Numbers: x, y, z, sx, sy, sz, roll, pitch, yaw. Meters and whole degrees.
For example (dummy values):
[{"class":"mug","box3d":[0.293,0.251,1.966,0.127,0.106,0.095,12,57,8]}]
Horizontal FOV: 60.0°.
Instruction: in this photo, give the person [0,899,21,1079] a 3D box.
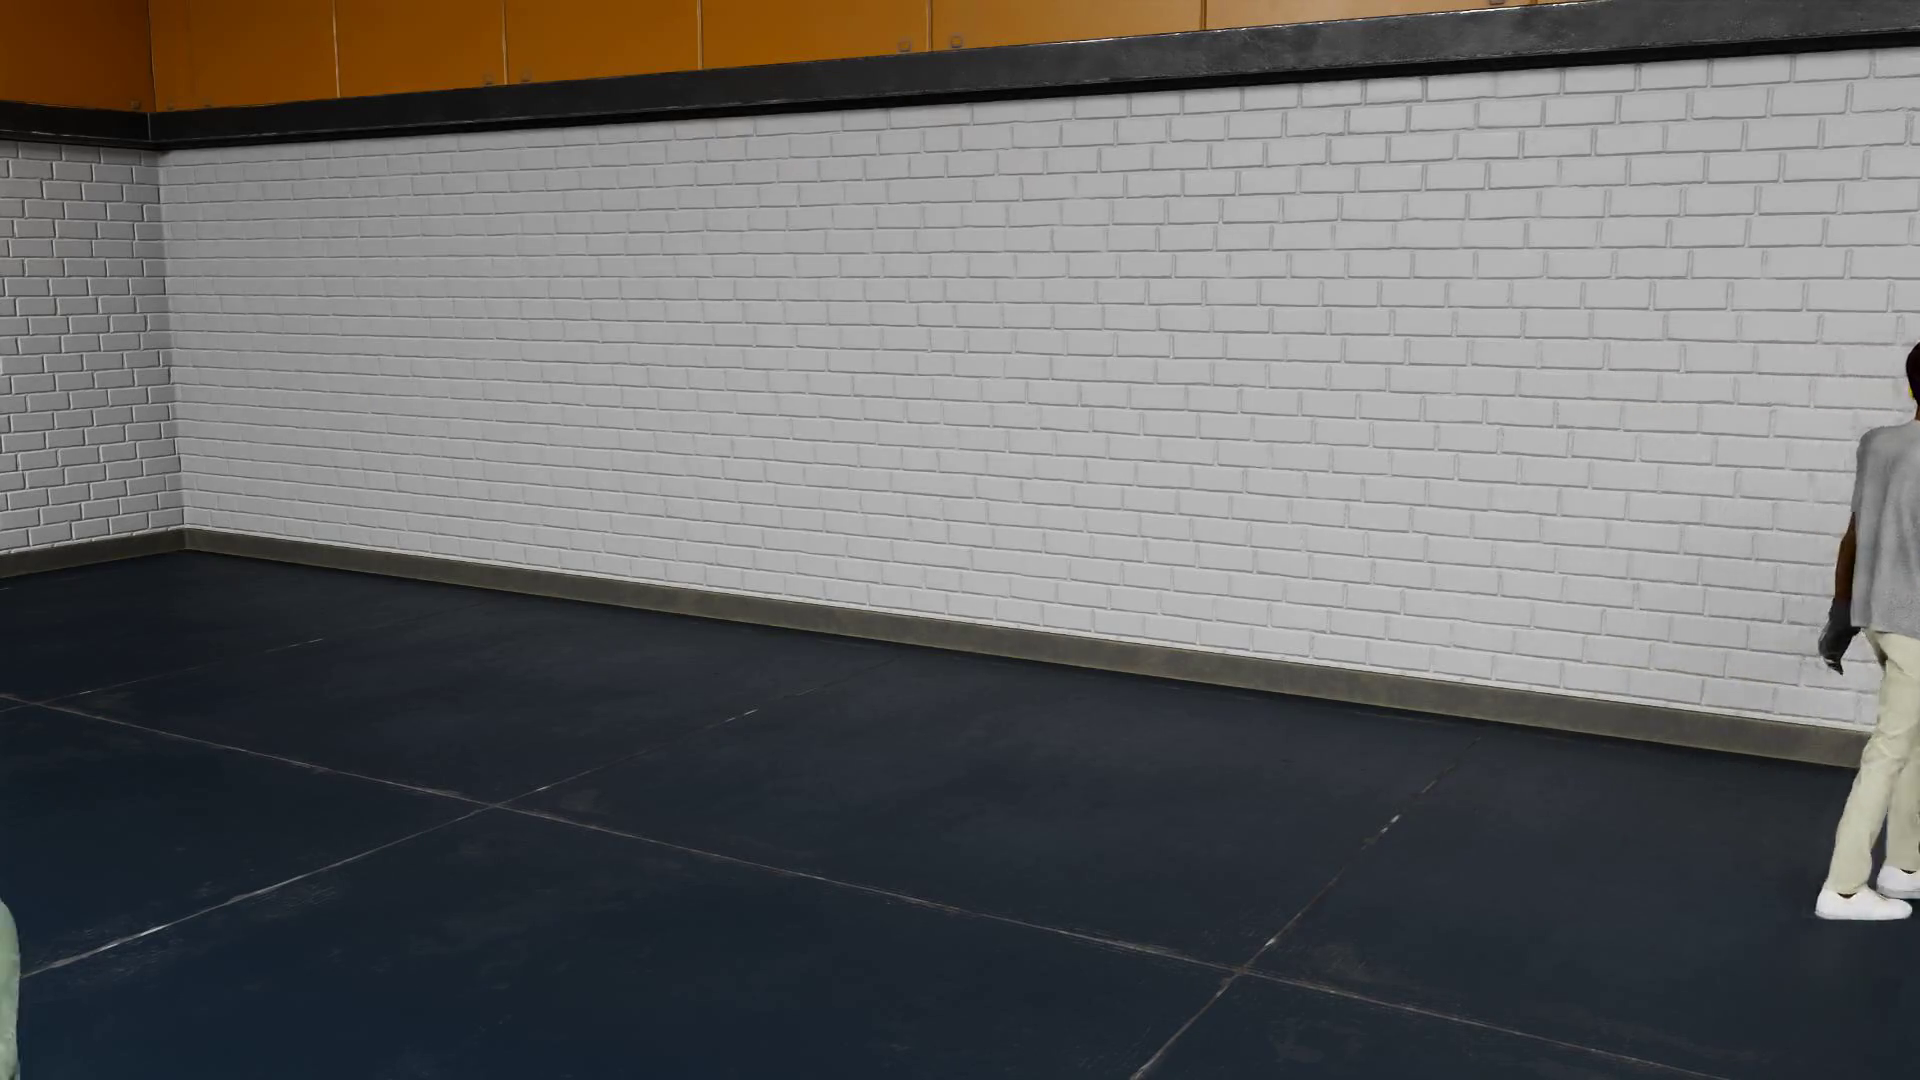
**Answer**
[{"class":"person","box3d":[-1.346,0.921,1.922,0.503,1.605,0.735,-3,10,-19]}]

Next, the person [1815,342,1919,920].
[{"class":"person","box3d":[3.014,0.285,5.127,0.693,1.845,0.571,-1,9,-4]}]
